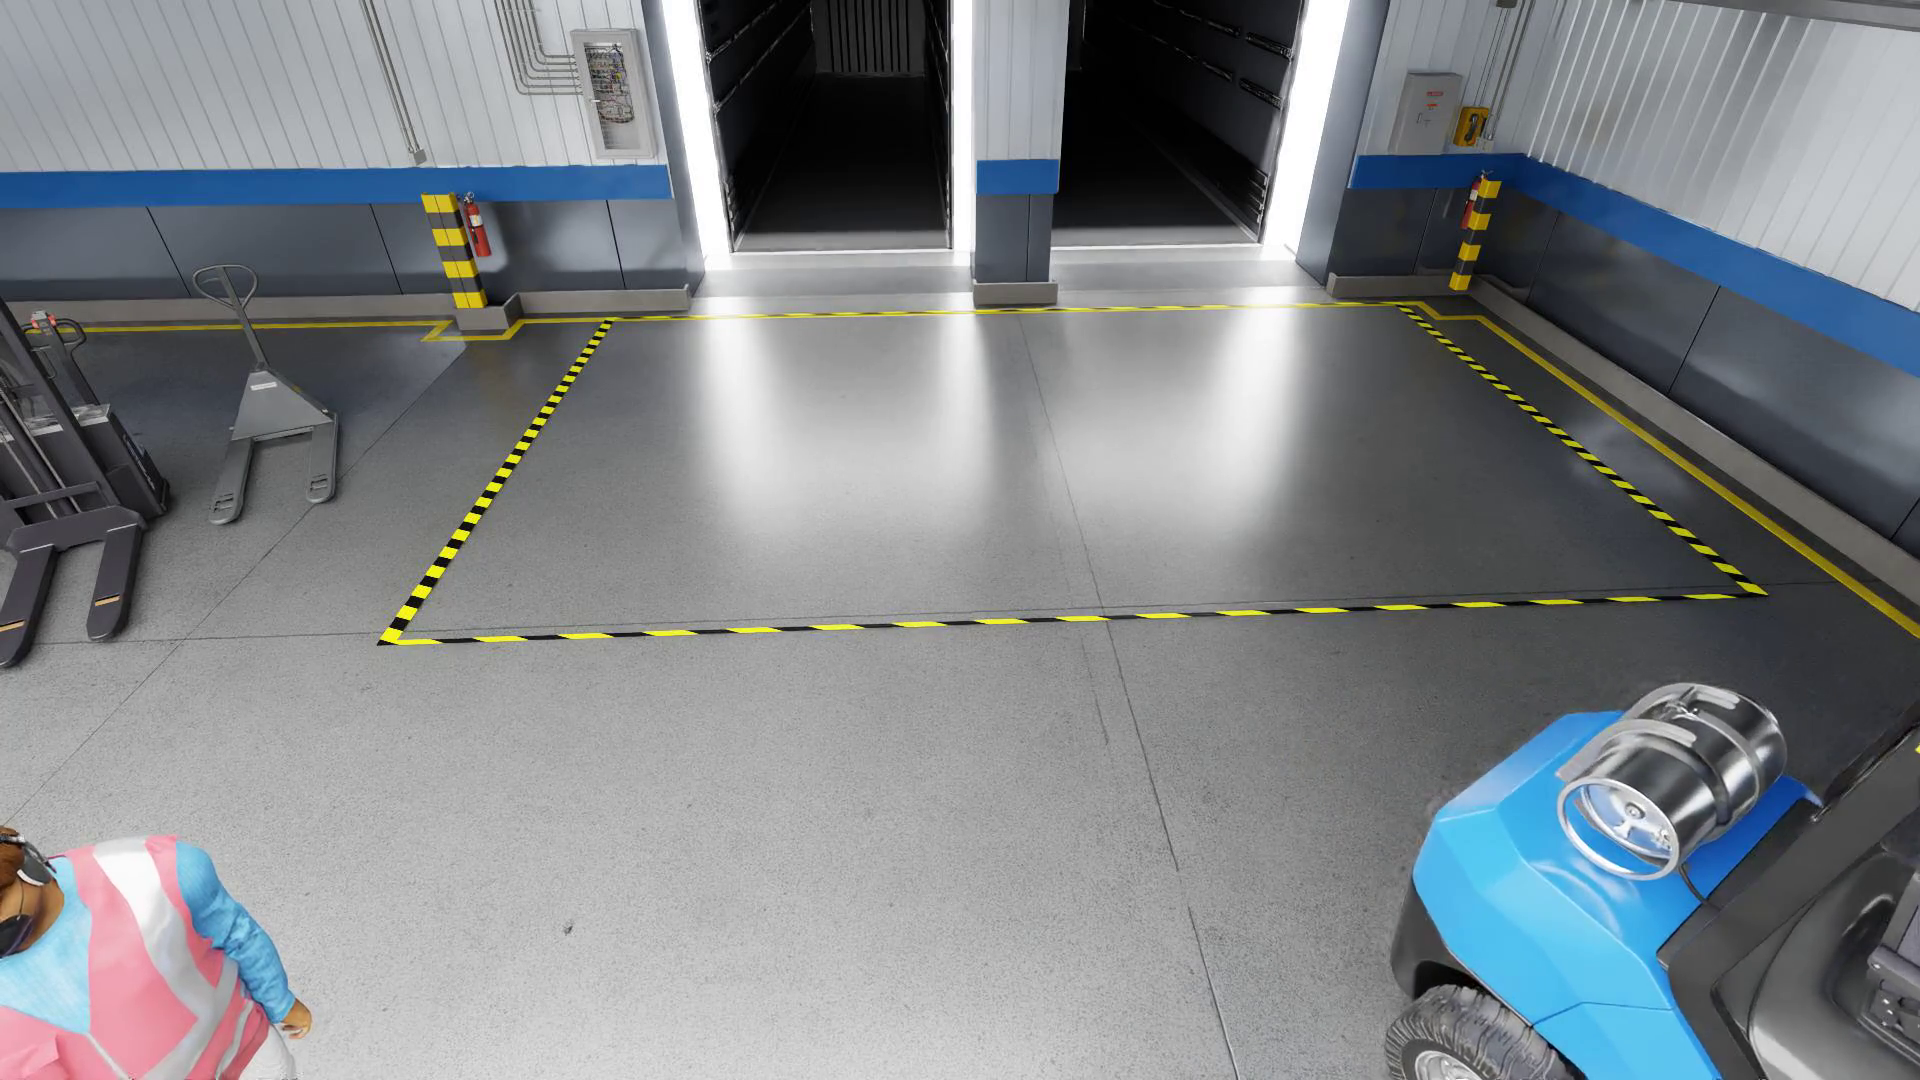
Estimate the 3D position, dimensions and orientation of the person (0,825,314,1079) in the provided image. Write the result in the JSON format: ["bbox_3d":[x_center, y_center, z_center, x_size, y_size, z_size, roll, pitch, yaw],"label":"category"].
[{"bbox_3d":[-1.947,1.313,2.239,0.431,1.843,0.623,26,43,32],"label":"person"}]

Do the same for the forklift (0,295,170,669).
[{"bbox_3d":[-5.212,-0.618,4.878,0.823,1.965,1.885,-20,39,-26],"label":"forklift"}]

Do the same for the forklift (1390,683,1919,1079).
[{"bbox_3d":[2.557,1.167,2.002,1.157,2.036,2.680,-21,40,-27],"label":"forklift"}]

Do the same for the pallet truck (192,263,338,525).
[{"bbox_3d":[-4.778,-1.027,6.128,0.680,1.201,1.601,-17,38,-23],"label":"pallet truck"}]
